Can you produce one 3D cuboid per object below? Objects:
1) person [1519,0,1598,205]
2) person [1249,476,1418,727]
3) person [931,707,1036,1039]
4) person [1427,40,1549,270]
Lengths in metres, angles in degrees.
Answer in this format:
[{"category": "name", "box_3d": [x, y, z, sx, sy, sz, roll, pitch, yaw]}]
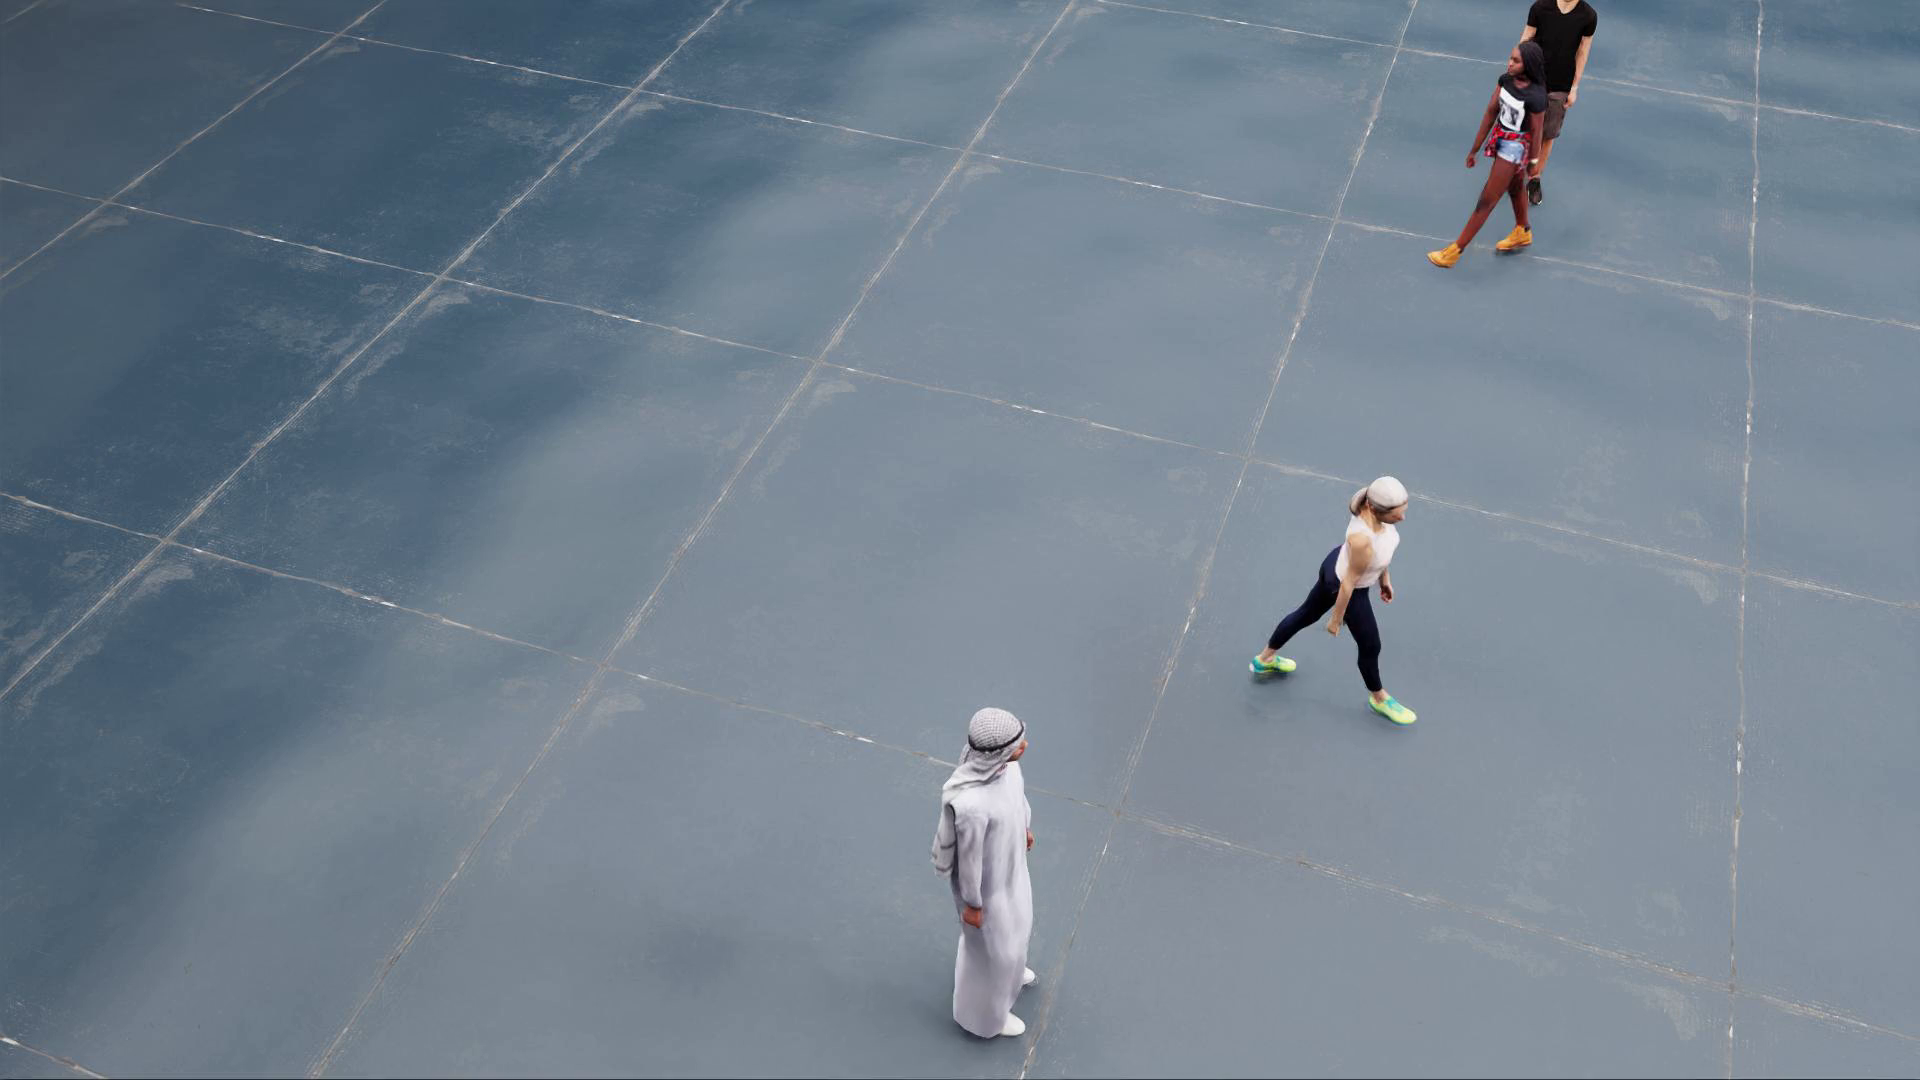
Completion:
[{"category": "person", "box_3d": [4.364, -3.414, 12.364, 0.517, 1.861, 0.727, 16, 45, 16]}, {"category": "person", "box_3d": [1.917, 0.243, 8.603, 1.143, 1.649, 0.608, 8, 44, 9]}, {"category": "person", "box_3d": [0.090, 1.393, 7.171, 0.697, 1.923, 0.761, 12, 44, 12]}, {"category": "person", "box_3d": [3.963, -2.727, 11.765, 1.229, 1.675, 1.081, -14, 45, -15]}]
